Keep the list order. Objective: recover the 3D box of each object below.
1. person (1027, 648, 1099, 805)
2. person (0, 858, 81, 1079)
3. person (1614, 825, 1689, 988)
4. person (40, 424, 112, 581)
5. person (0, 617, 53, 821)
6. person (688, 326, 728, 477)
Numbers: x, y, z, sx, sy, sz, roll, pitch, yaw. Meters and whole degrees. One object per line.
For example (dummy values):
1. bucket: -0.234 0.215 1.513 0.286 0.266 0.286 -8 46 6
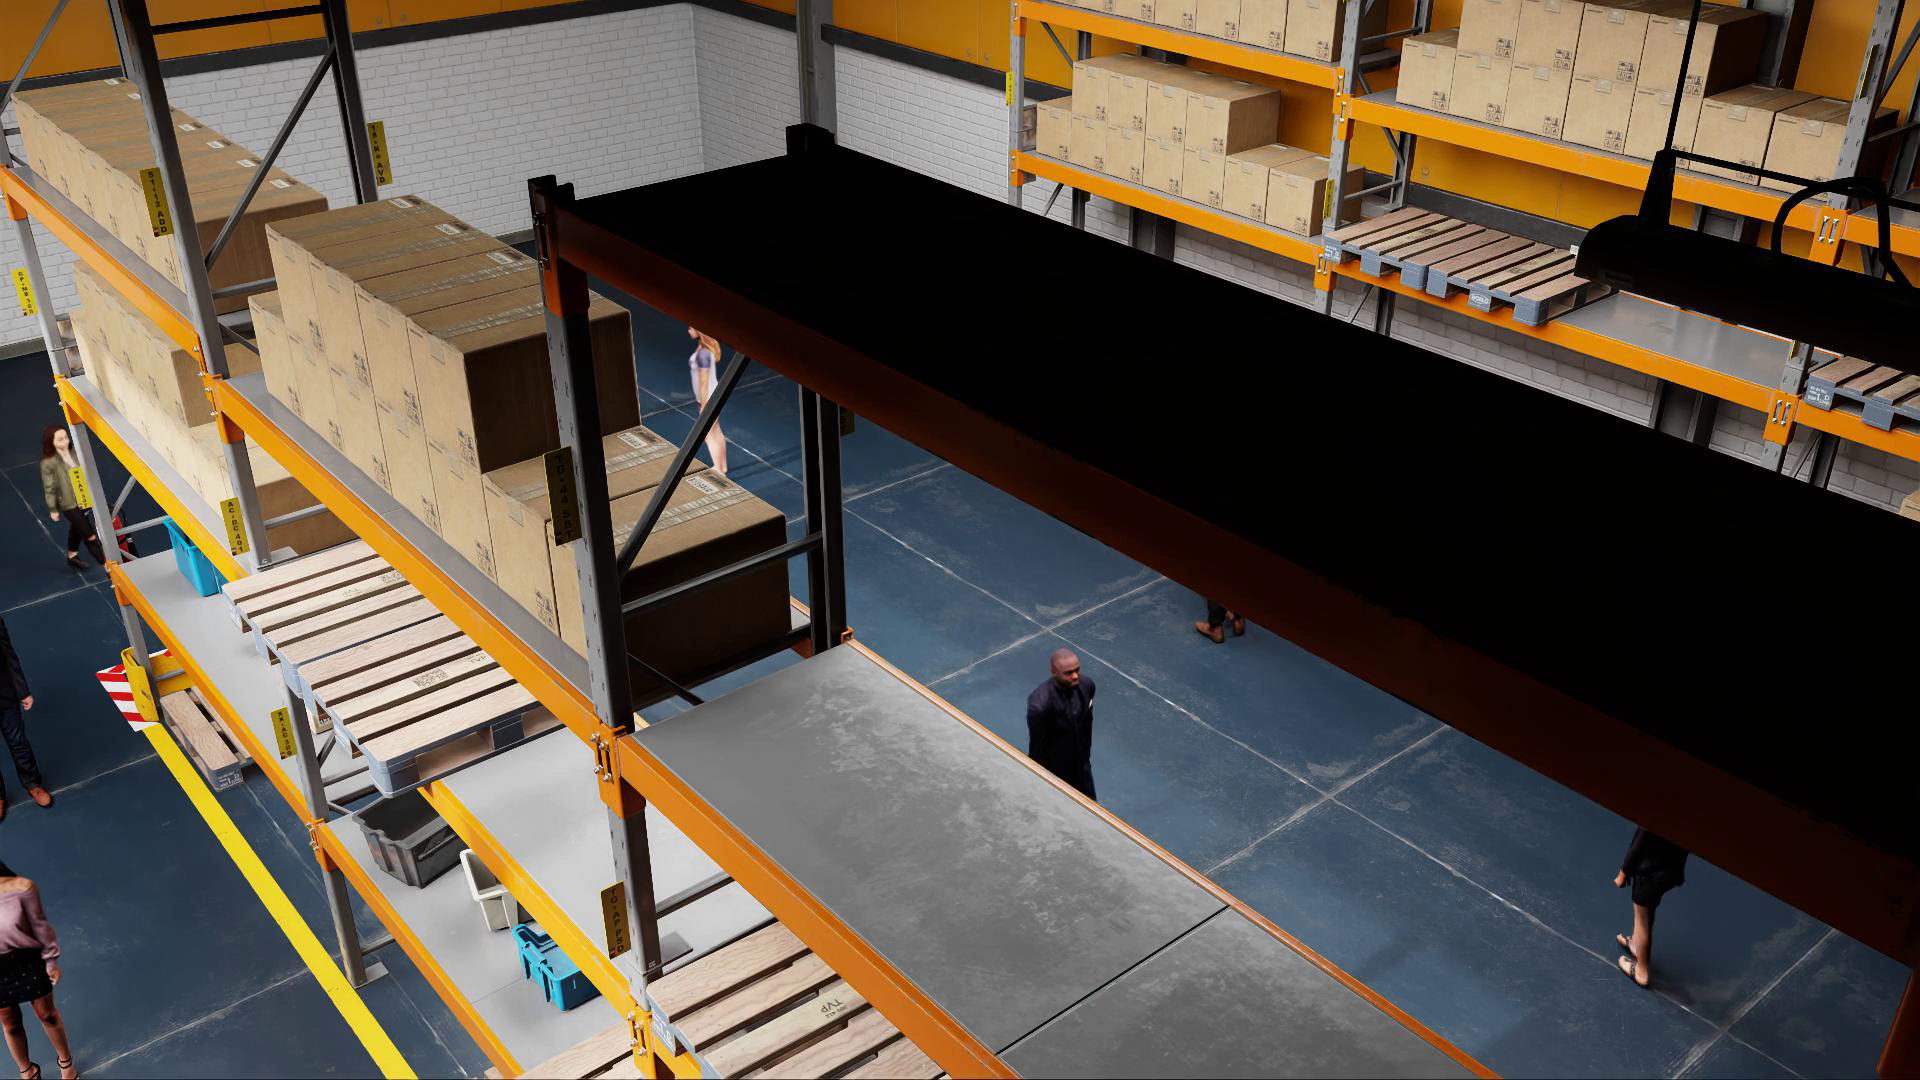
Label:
1. person: 0.608 1.441 10.904 0.743 1.806 0.661 -19 34 -31
2. person: -5.220 2.376 9.186 0.666 1.811 0.621 -12 31 -20
3. person: 4.257 2.056 10.051 0.657 1.544 0.725 -11 30 -19
4. person: -7.782 -0.330 14.536 1.071 1.438 0.901 10 30 18
5. person: -6.763 1.094 11.547 0.703 1.800 0.605 -18 33 -29
6. person: -2.422 -1.372 16.148 0.746 1.724 0.672 0 29 0
